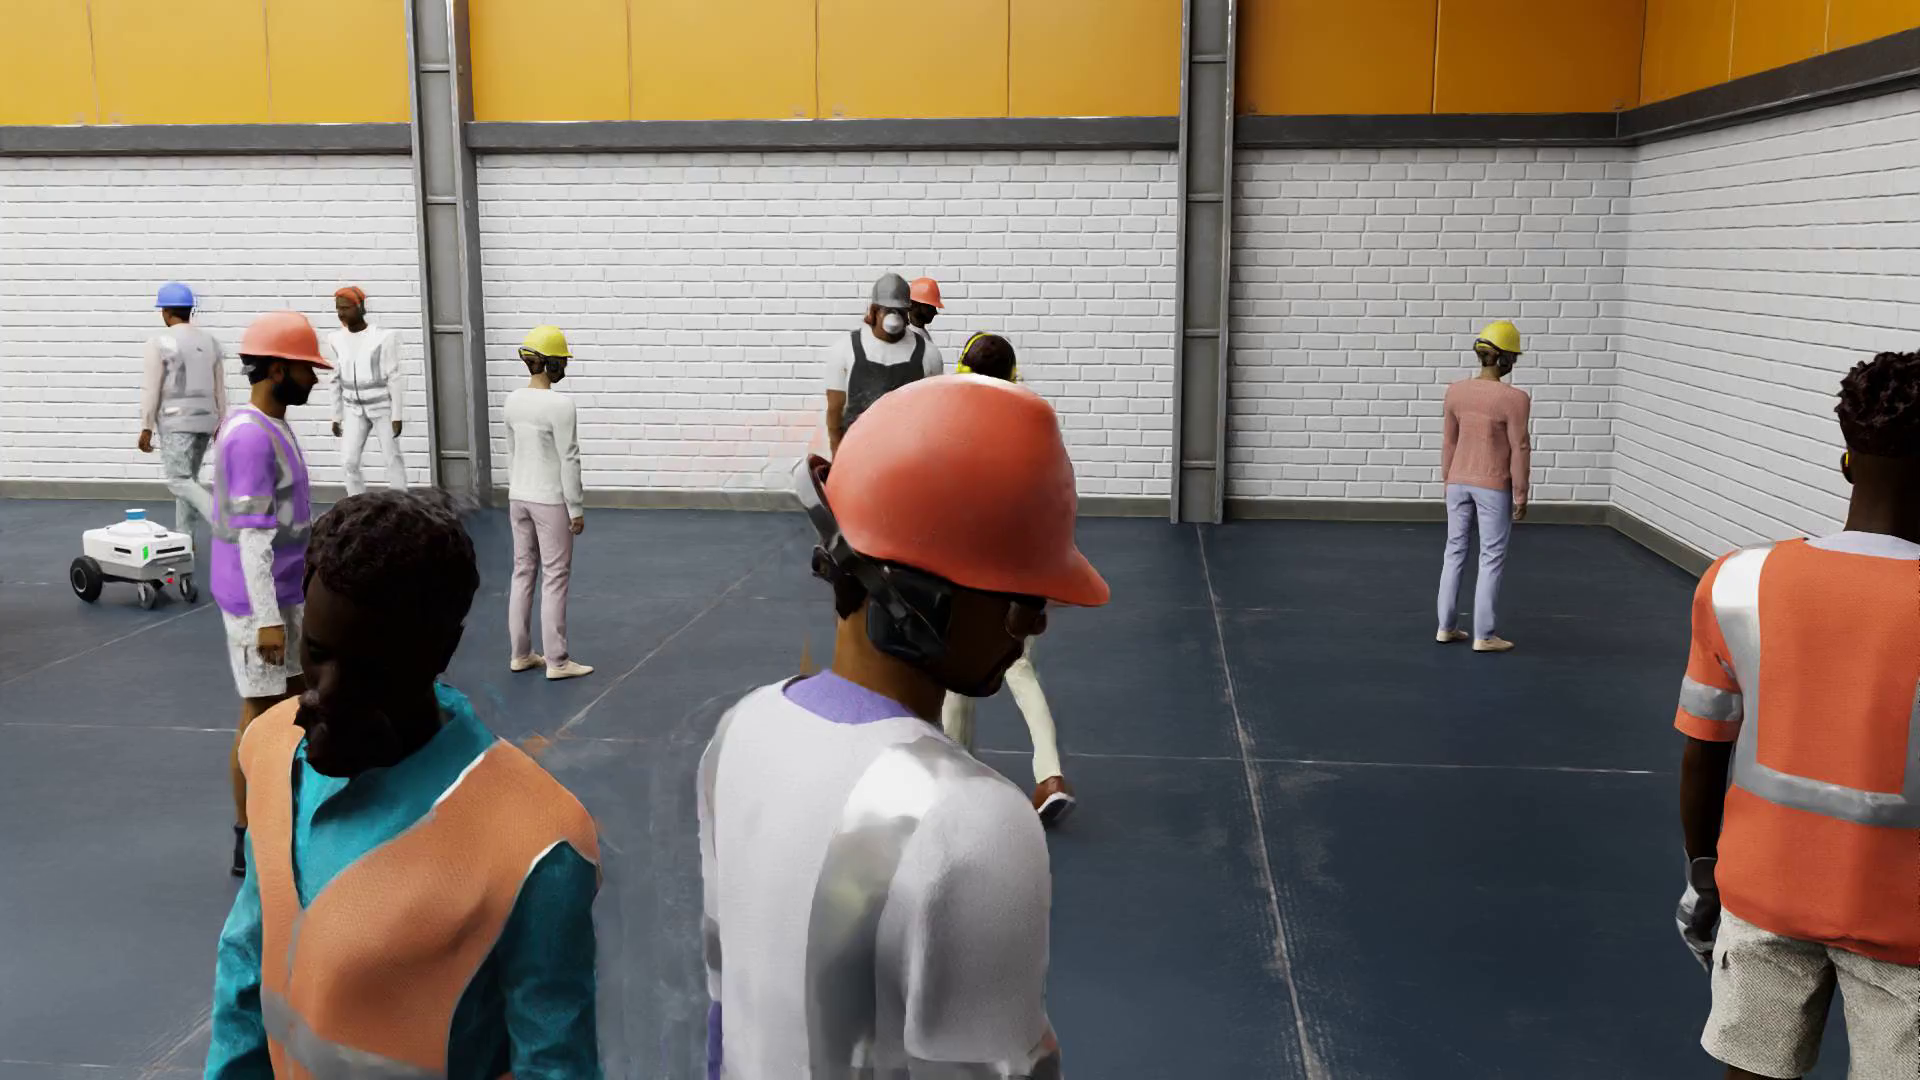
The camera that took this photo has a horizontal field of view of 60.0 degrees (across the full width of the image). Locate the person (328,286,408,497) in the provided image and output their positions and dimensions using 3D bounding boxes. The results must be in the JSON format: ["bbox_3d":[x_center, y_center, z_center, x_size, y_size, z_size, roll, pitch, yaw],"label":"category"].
[{"bbox_3d":[-4.365,-0.927,12.253,0.579,1.861,0.500,2,10,14],"label":"person"}]

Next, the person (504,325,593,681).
[{"bbox_3d":[-2.057,-0.187,8.305,0.522,1.758,0.349,8,12,37],"label":"person"}]

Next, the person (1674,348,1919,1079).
[{"bbox_3d":[1.578,0.642,2.949,0.365,1.964,0.610,-9,13,-41],"label":"person"}]

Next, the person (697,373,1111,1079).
[{"bbox_3d":[-0.147,0.824,1.810,0.783,2.010,0.607,-6,11,-29],"label":"person"}]

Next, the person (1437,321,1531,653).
[{"bbox_3d":[2.791,-0.278,8.830,0.336,1.757,0.532,-8,12,-37],"label":"person"}]

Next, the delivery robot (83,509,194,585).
[{"bbox_3d":[-4.978,0.056,10.076,0.707,0.478,0.477,6,12,33],"label":"delivery robot"}]

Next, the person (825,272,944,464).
[{"bbox_3d":[-0.434,-0.561,9.621,0.686,2.000,0.854,-1,10,-4],"label":"person"}]

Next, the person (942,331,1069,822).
[{"bbox_3d":[0.148,0.129,6.291,0.530,1.833,0.940,-5,11,-27],"label":"person"}]

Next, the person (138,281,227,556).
[{"bbox_3d":[-5.224,-0.794,11.320,0.833,1.919,0.611,3,10,17],"label":"person"}]

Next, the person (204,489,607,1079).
[{"bbox_3d":[-0.652,0.829,2.180,0.612,1.863,0.969,10,14,44],"label":"person"}]

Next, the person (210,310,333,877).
[{"bbox_3d":[-2.327,0.186,5.678,0.422,1.924,0.636,-2,10,-12],"label":"person"}]

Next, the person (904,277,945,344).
[{"bbox_3d":[-0.285,-0.898,11.871,0.366,1.931,0.542,3,10,16],"label":"person"}]
